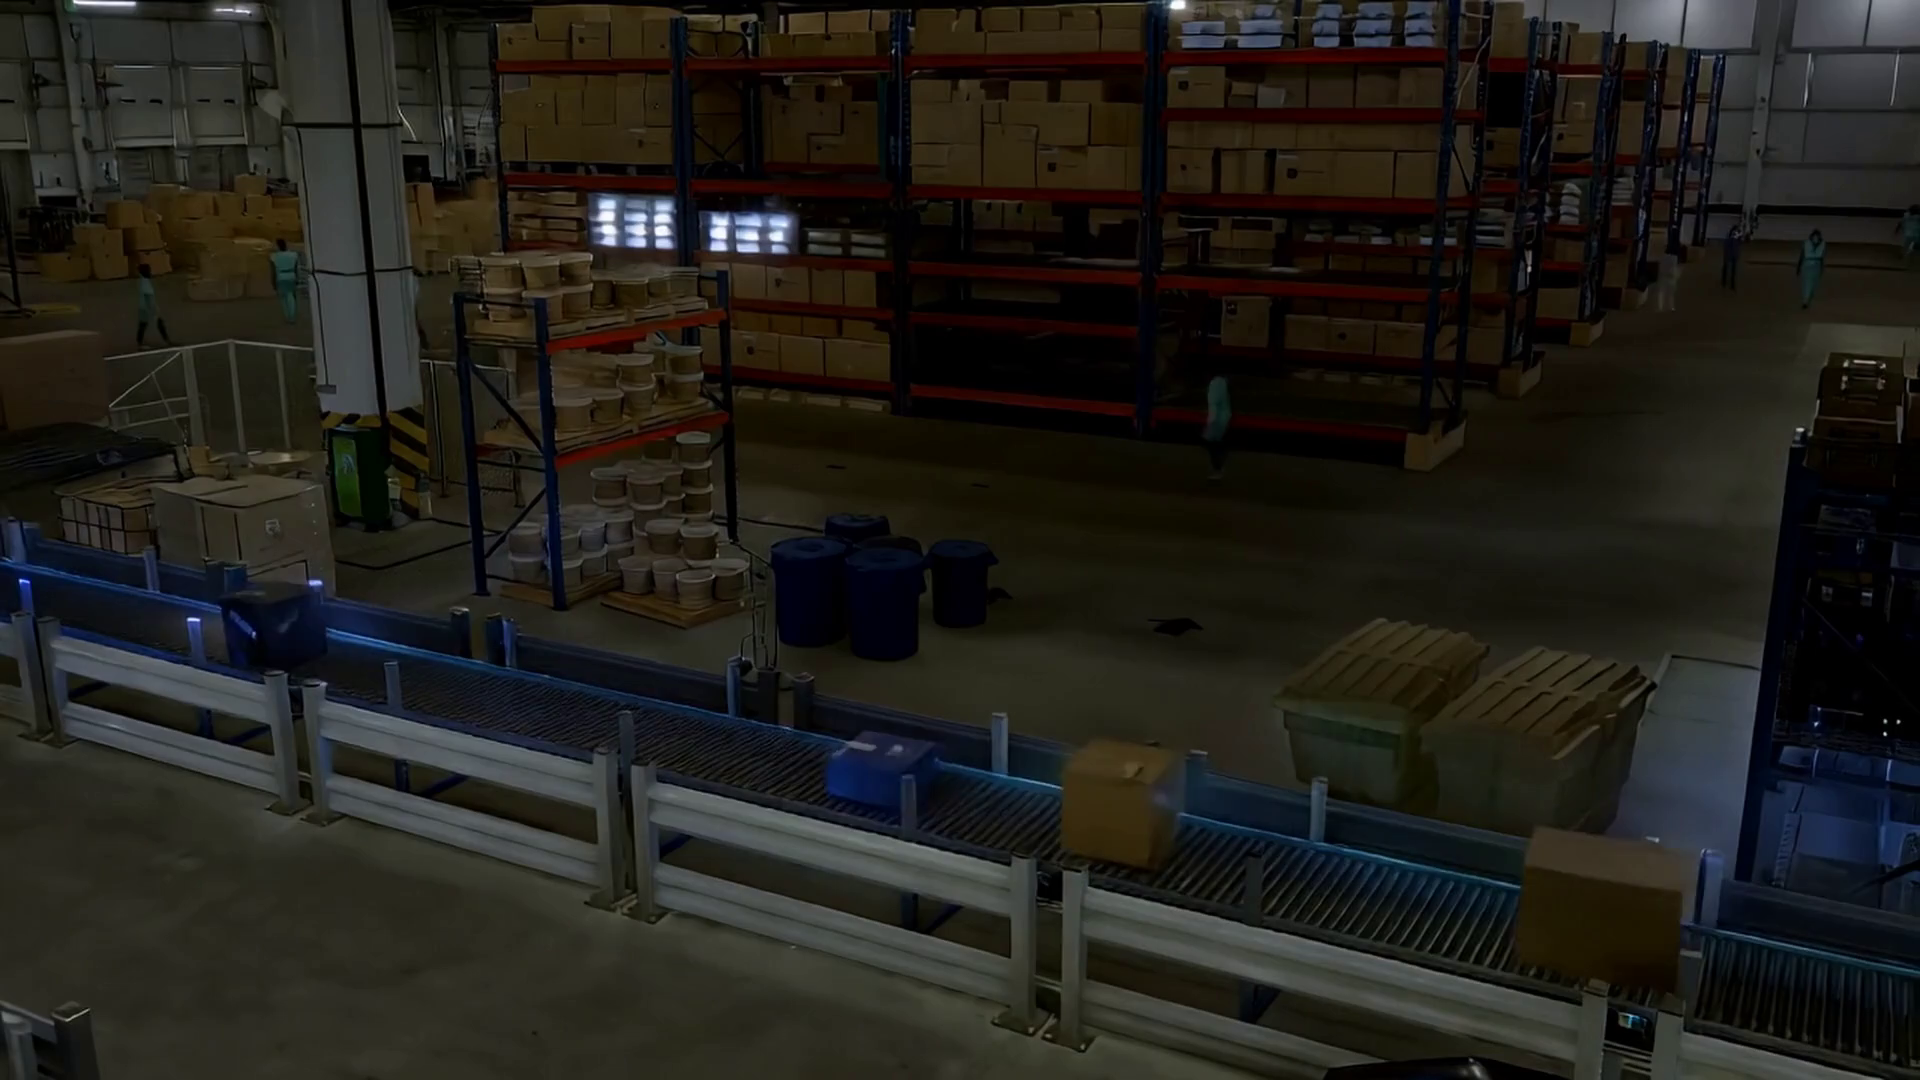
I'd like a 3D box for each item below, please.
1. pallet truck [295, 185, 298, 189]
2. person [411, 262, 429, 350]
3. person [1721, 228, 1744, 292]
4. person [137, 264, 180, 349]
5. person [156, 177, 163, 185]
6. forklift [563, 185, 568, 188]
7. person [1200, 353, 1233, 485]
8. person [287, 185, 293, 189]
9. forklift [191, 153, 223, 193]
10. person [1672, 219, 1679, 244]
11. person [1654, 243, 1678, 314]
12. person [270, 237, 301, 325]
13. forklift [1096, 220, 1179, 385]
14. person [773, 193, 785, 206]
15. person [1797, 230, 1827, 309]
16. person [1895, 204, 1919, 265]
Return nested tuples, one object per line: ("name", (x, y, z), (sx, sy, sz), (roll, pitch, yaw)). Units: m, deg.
("pallet truck", (-26.804, -14.617, 69.738), (1.885, 1.965, 0.823), (-14, 20, -42))
("person", (-10.163, -4.208, 30.831), (0.563, 1.885, 0.987), (8, 17, 29))
("person", (19.778, -7.203, 42.642), (0.517, 1.594, 0.849), (3, 15, 12))
("person", (-15.871, -4.598, 32.717), (0.843, 1.659, 0.551), (-11, 18, -36))
("person", (-33.257, -14.276, 69.194), (0.529, 1.613, 0.754), (6, 16, 20))
("forklift", (-14.755, -13.448, 63.654), (1.873, 2.768, 1.129), (8, 17, 28))
("person", (3.272, -1.528, 21.134), (0.361, 1.675, 0.552), (7, 16, 24))
("person", (-23.043, -11.320, 57.542), (0.646, 1.890, 1.003), (4, 15, 14))
("forklift", (-27.850, -12.924, 61.683), (1.873, 2.768, 1.129), (8, 17, 28))
("person", (19.794, -8.422, 46.603), (0.373, 1.916, 0.596), (-14, 21, -43))
("person", (16.098, -5.961, 37.934), (0.541, 1.614, 0.517), (-12, 19, -38))
("person", (-14.618, -5.614, 36.106), (0.598, 1.894, 0.805), (-7, 17, -26))
("forklift", (2.660, -3.915, 27.819), (1.873, 2.768, 1.129), (8, 17, 28))
("person", (-5.741, -10.187, 53.220), (1.057, 1.937, 0.641), (-13, 20, -41))
("person", (19.968, -6.364, 39.051), (0.574, 1.830, 0.595), (4, 15, 16))
("person", (28.114, -9.049, 49.196), (0.833, 1.800, 0.678), (-8, 17, -27))
